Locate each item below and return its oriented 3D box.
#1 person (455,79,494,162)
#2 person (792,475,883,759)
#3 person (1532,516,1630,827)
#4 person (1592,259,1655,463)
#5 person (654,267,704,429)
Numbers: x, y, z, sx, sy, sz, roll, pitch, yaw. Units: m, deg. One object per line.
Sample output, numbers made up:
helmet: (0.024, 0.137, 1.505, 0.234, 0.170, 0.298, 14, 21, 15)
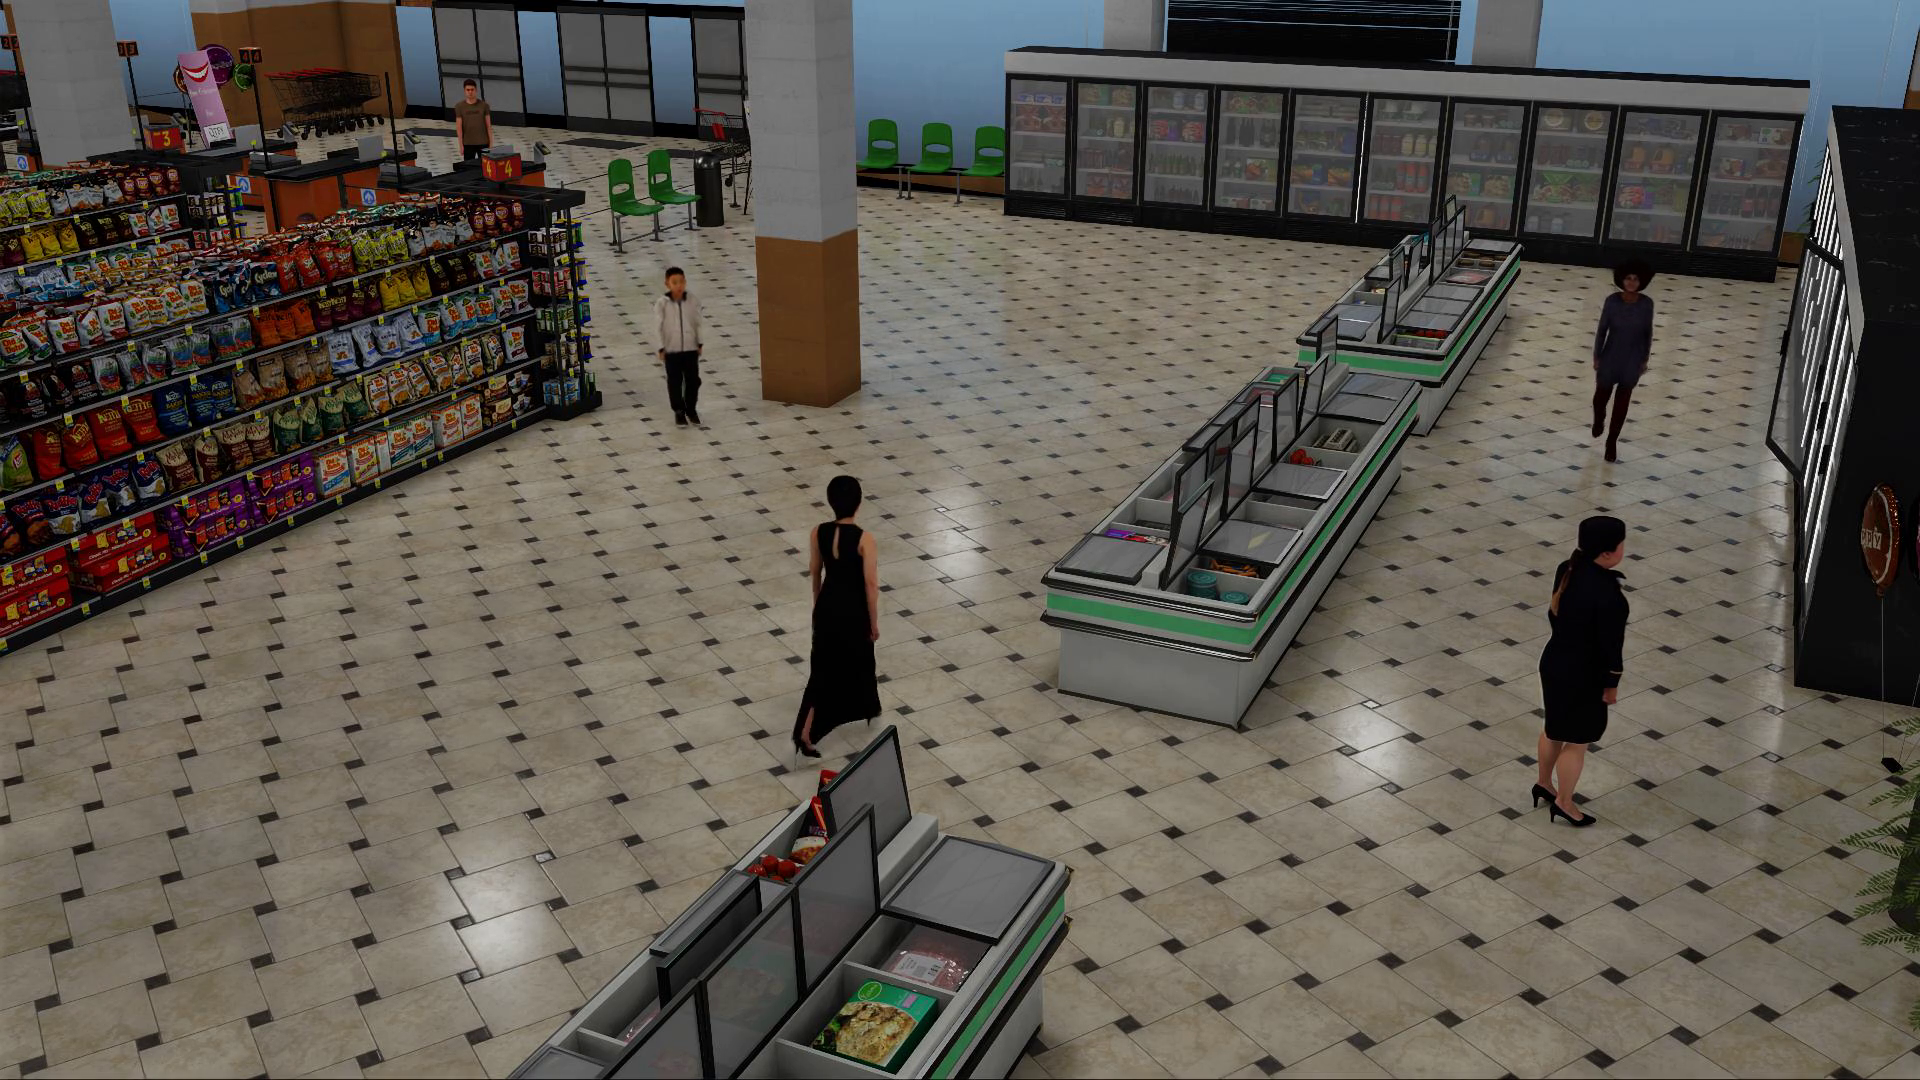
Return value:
person: (-7.106, -5.814, 24.411, 0.735, 1.851, 0.801, -9, 23, -20)
person: (-0.697, 0.471, 9.160, 0.629, 1.560, 1.039, 11, 24, 24)
person: (3.167, 0.671, 8.514, 0.869, 1.671, 0.776, -4, 22, -10)
person: (5.530, -1.516, 13.917, 0.653, 1.700, 0.785, 6, 23, 14)
person: (-2.512, -1.722, 14.773, 0.637, 1.444, 0.712, -10, 24, -22)
